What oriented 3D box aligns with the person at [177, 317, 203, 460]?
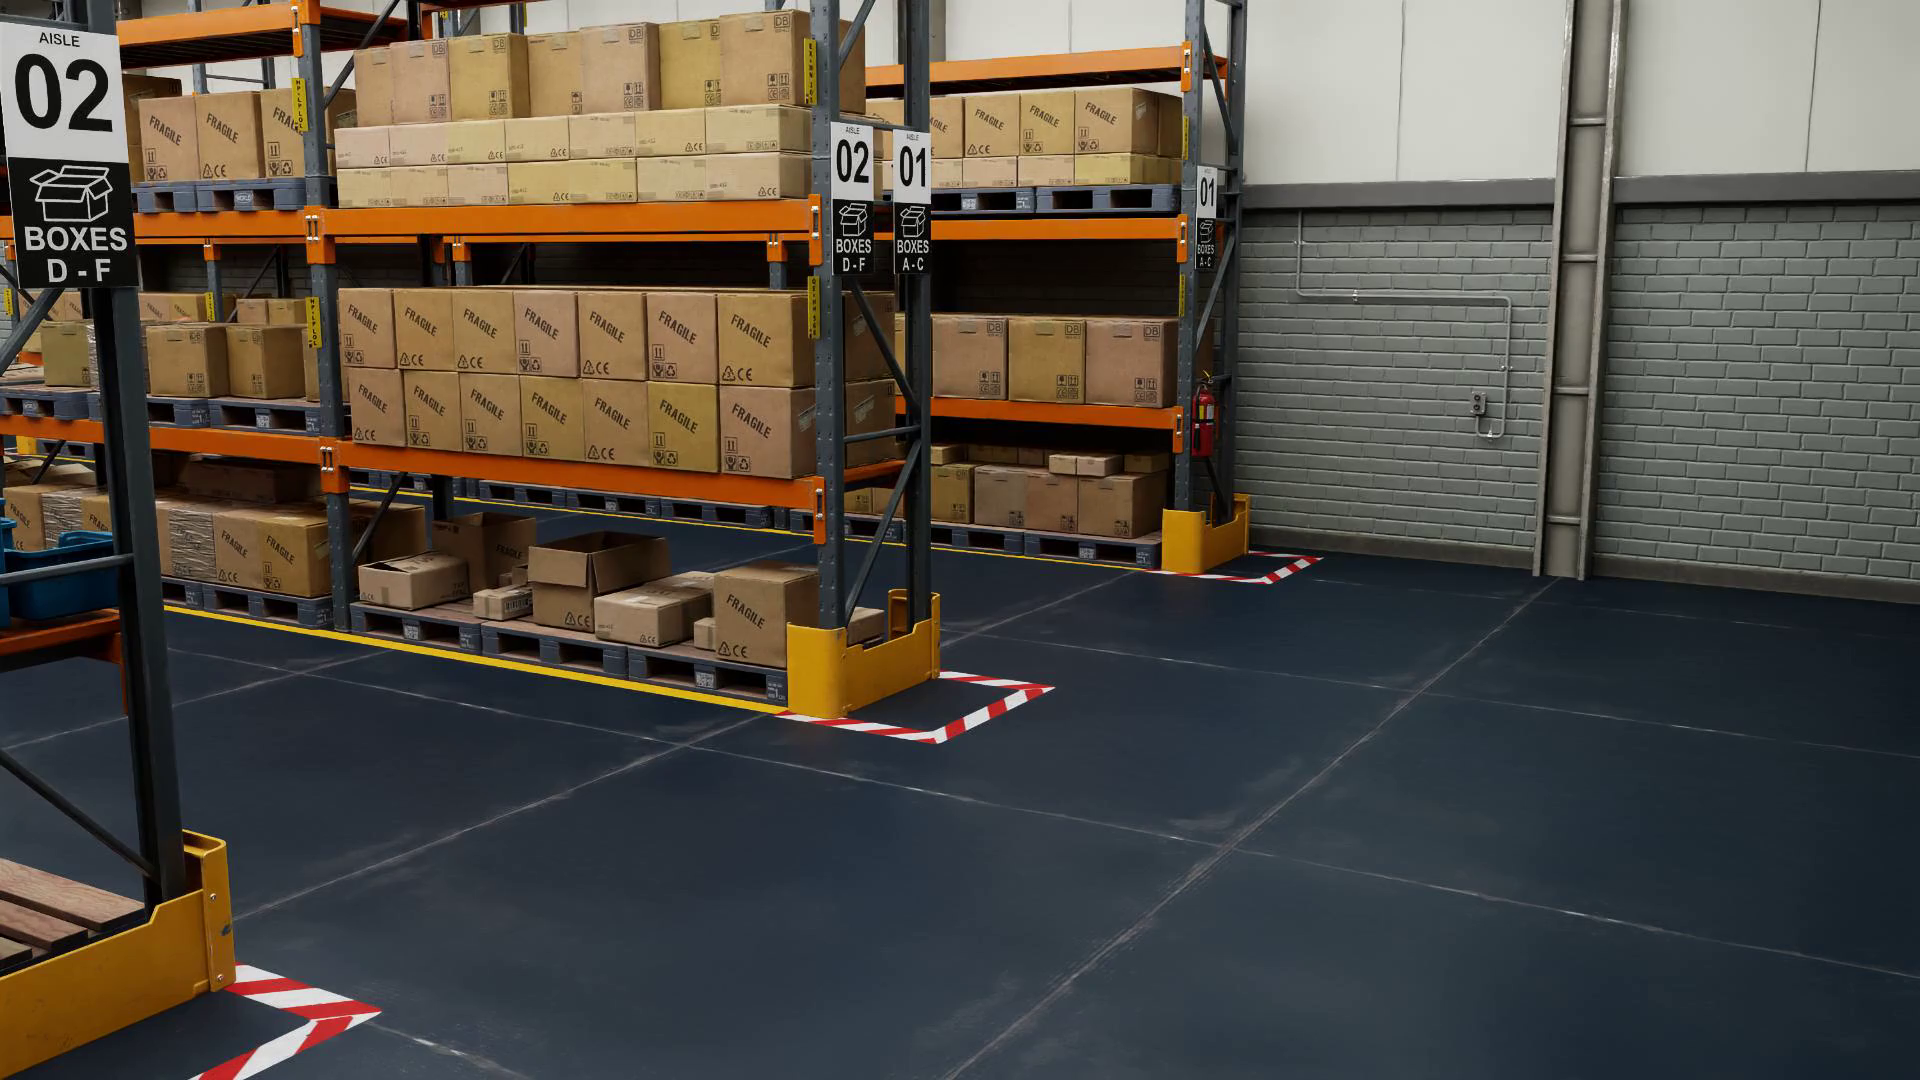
[{"bbox_3d":[-7.811,-1.294,16.853,0.415,1.924,0.576,8,12,39],"label":"person"}]
